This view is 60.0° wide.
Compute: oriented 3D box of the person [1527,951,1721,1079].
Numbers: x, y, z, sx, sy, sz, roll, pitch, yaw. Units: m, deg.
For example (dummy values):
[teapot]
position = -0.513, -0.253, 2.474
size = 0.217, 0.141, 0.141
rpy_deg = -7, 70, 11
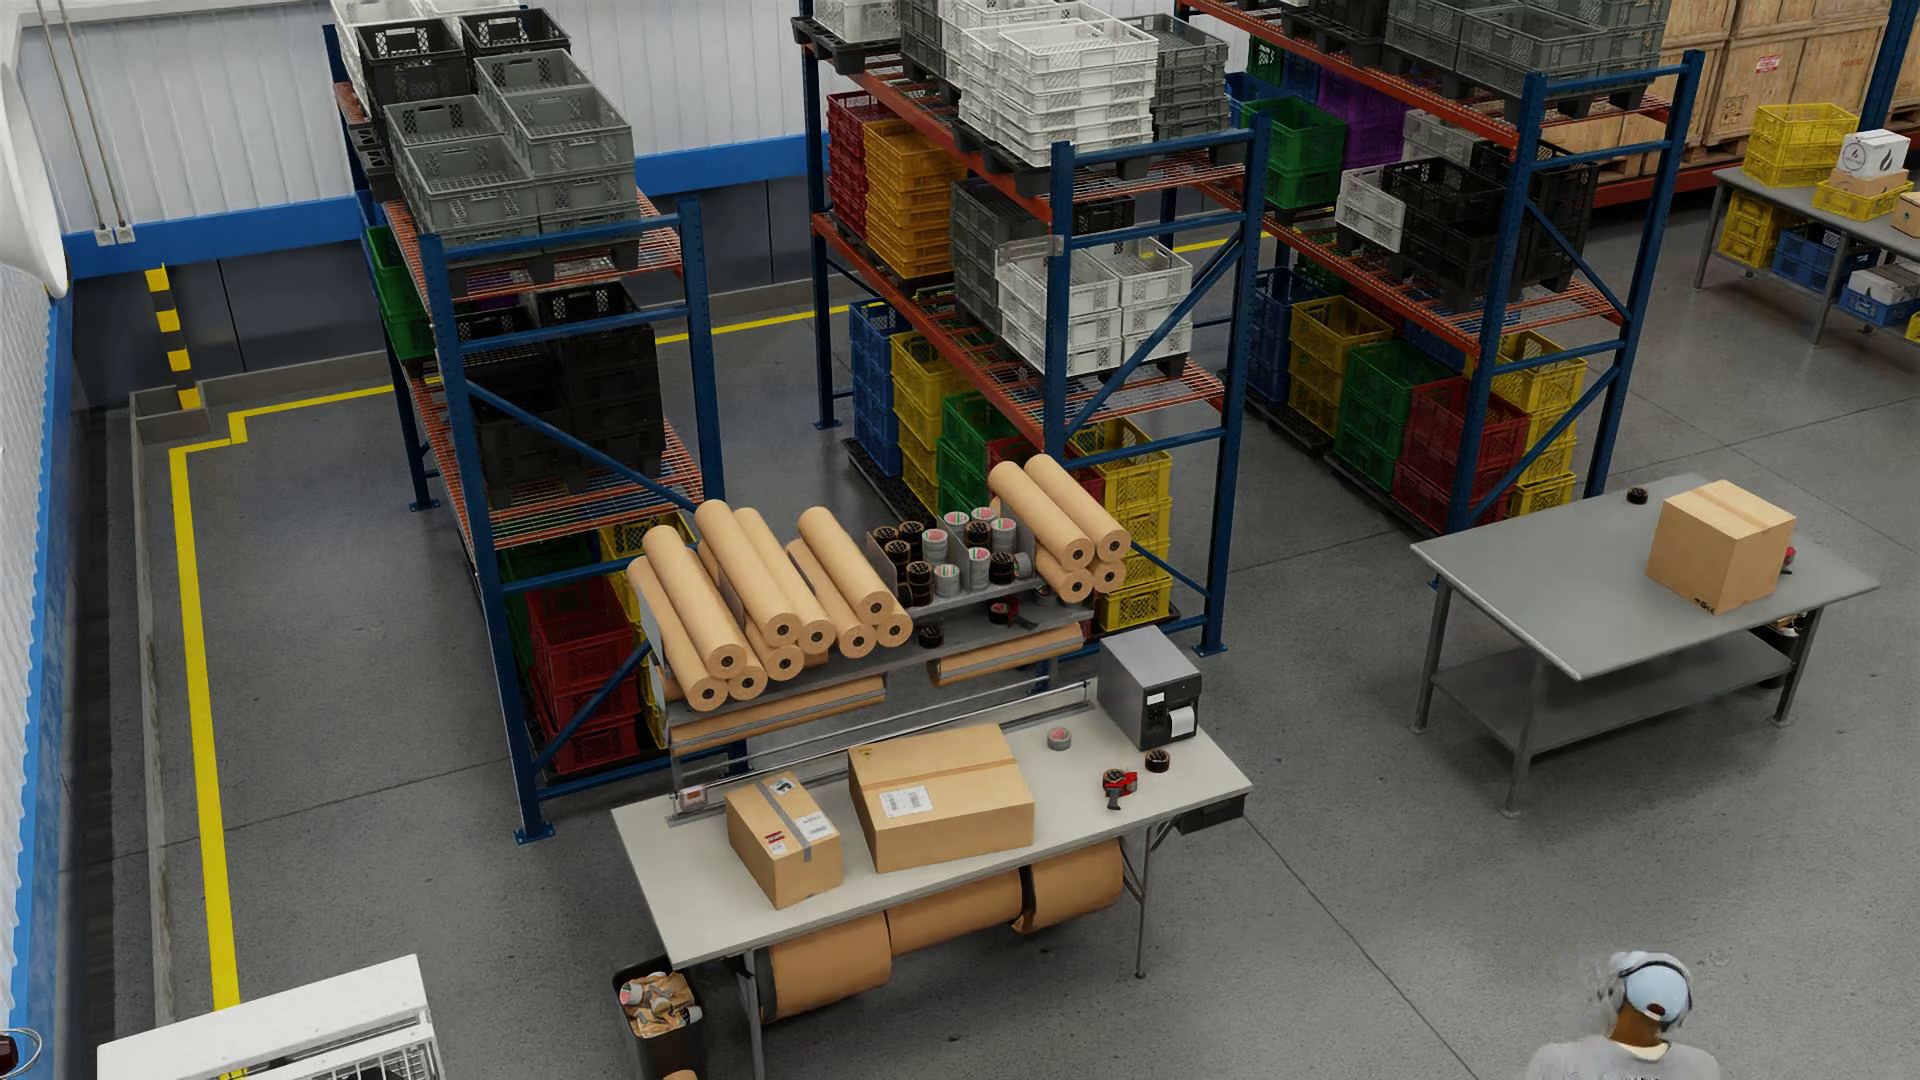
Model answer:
[person]
position = 1.950, 2.045, 5.174
size = 0.651, 1.824, 0.554
rpy_deg = -3, 32, -5
